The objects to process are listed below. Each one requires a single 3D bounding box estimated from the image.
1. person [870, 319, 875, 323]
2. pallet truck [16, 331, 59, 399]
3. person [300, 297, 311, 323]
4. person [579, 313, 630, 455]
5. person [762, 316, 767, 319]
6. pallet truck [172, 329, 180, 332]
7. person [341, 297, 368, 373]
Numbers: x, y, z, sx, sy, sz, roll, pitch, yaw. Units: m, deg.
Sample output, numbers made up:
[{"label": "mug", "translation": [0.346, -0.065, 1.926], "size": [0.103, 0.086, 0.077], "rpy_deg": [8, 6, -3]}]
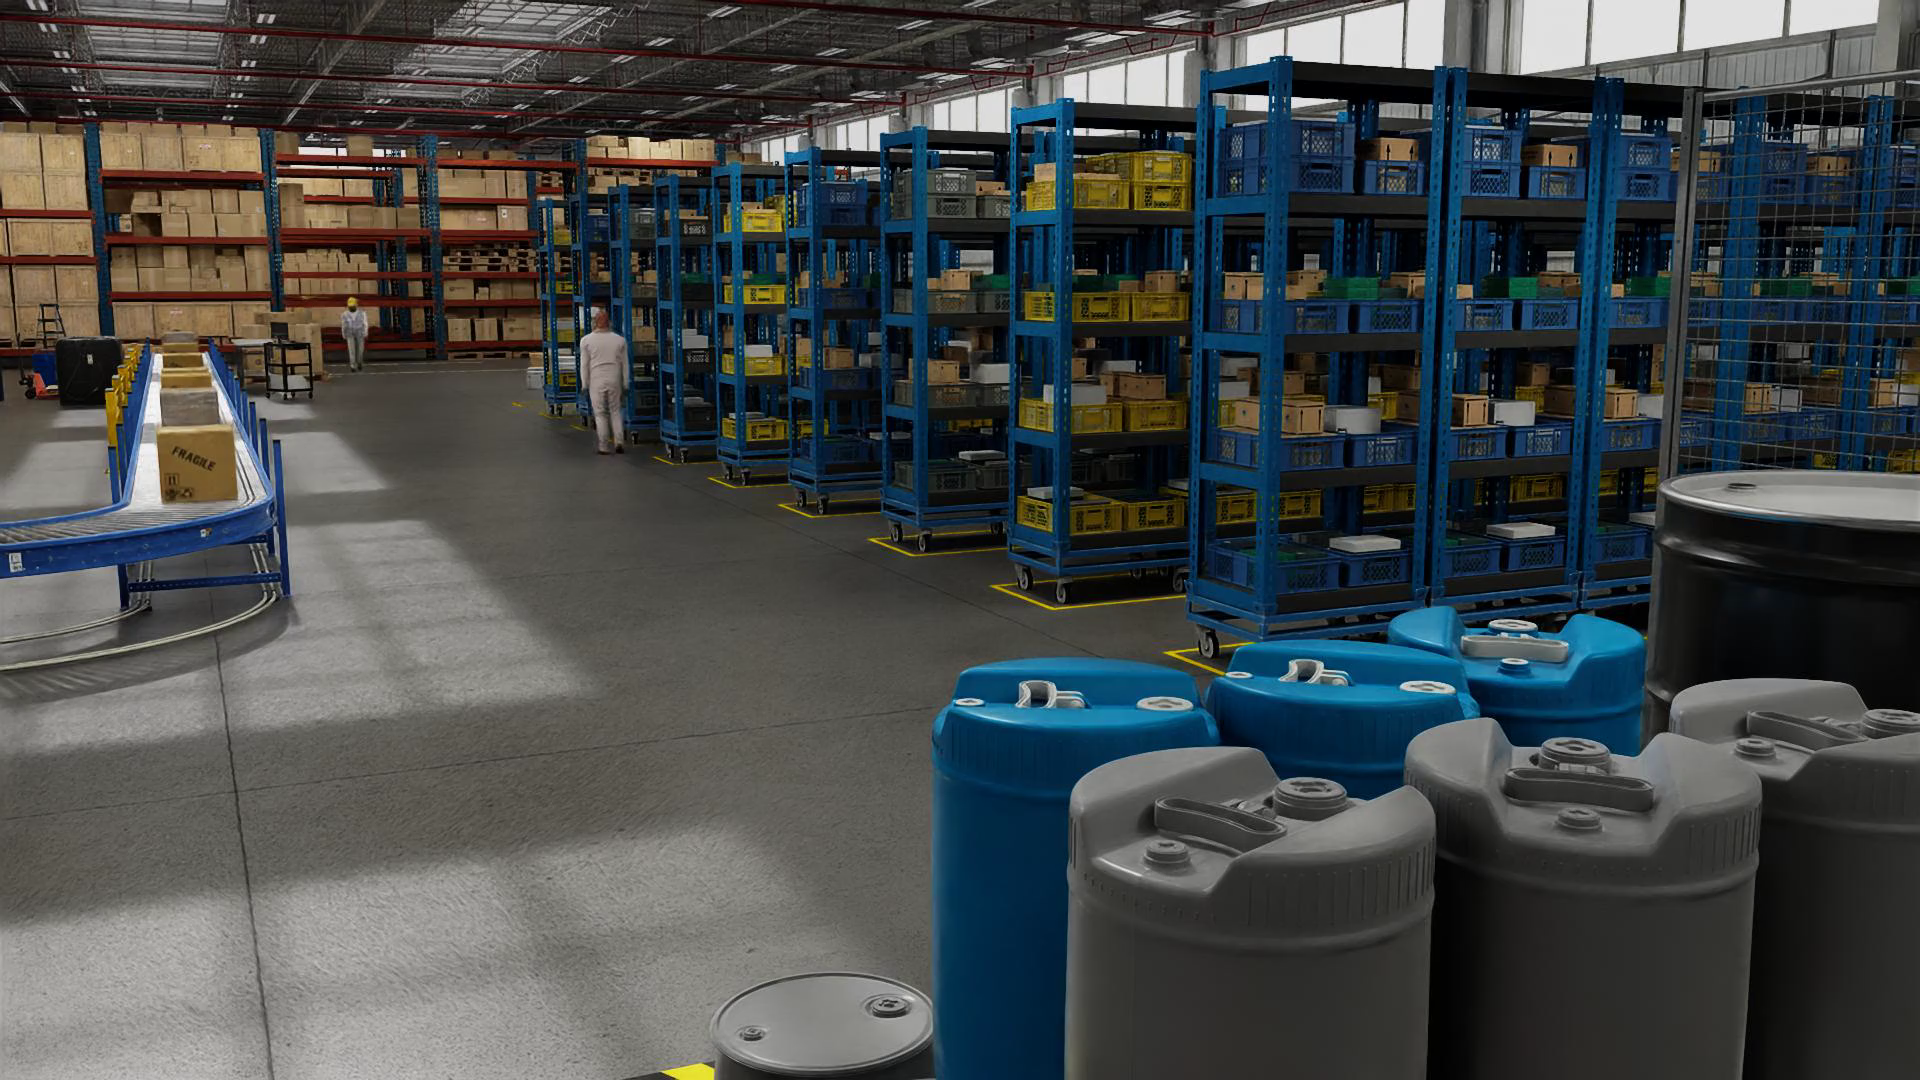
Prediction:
[{"label": "person", "translation": [-2.736, -6.342, 48.504], "size": [0.660, 1.886, 0.545], "rpy_deg": [3, 10, 16]}, {"label": "pallet truck", "translation": [-17.082, -3.353, 31.781], "size": [1.630, 1.274, 0.653], "rpy_deg": [-4, 10, -25]}, {"label": "person", "translation": [-18.249, -5.905, 46.292], "size": [0.895, 1.711, 0.543], "rpy_deg": [-3, 9, -15]}, {"label": "person", "translation": [-4.692, -2.058, 22.003], "size": [0.655, 1.875, 0.495], "rpy_deg": [-5, 10, -28]}, {"label": "person", "translation": [-4.506, -4.507, 37.658], "size": [0.779, 1.715, 0.578], "rpy_deg": [5, 10, 29]}, {"label": "pallet truck", "translation": [-17.275, -3.851, 35.096], "size": [1.601, 1.201, 0.680], "rpy_deg": [0, 9, 1]}, {"label": "person", "translation": [-14.566, -4.936, 40.016], "size": [0.605, 1.810, 0.671], "rpy_deg": [-4, 10, -21]}]
